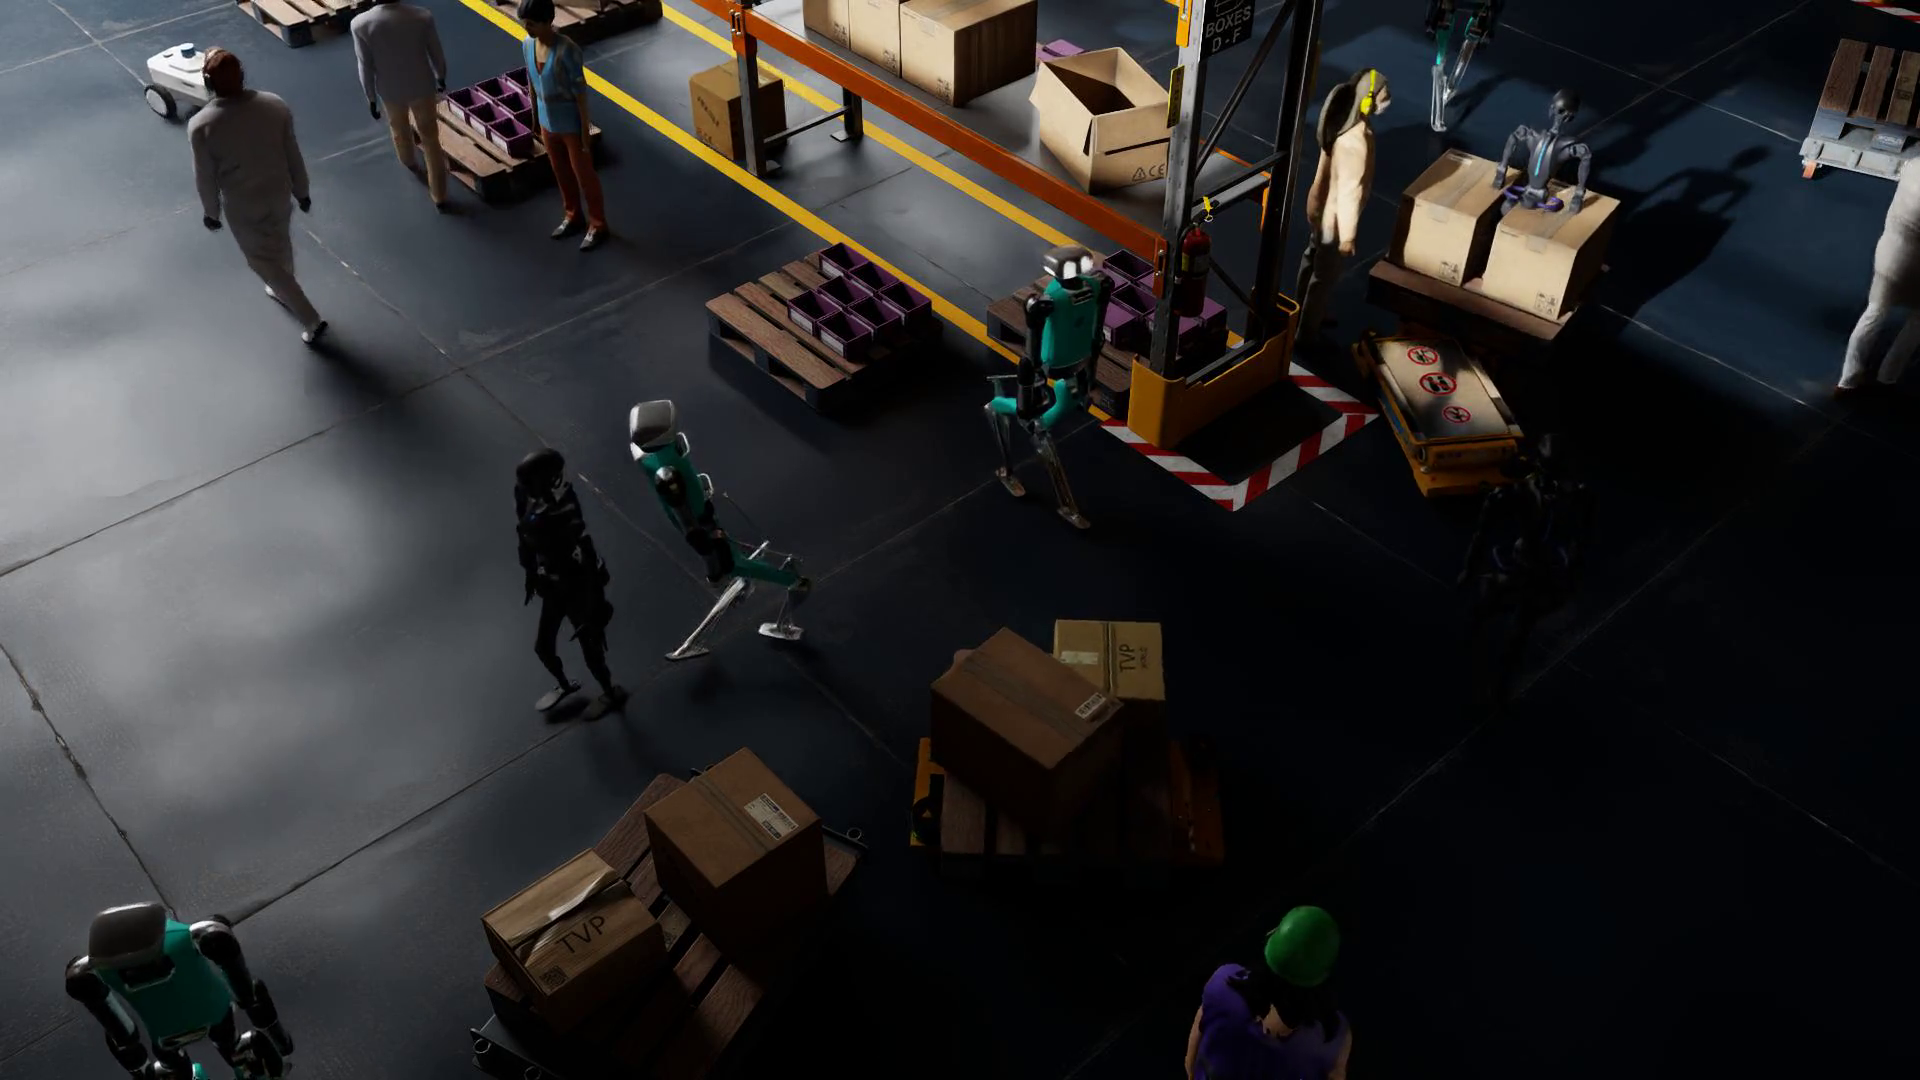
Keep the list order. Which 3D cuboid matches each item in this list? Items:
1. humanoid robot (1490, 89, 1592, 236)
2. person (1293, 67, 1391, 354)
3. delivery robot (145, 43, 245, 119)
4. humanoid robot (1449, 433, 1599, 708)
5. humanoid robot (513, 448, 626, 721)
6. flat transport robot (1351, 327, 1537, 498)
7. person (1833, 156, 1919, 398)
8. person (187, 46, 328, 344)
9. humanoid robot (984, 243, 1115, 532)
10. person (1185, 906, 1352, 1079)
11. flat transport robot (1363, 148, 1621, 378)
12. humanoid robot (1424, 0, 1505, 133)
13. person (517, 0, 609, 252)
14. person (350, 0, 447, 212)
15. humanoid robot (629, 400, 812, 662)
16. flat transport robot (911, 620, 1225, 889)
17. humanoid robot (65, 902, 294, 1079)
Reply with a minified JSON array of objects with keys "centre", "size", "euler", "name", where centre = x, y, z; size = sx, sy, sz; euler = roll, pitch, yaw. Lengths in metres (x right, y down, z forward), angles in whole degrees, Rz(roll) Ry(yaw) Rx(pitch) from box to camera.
[{"centre":[3.517,-2.003,10.256],"size":[0.602,1.617,0.702],"euler":[26,49,26],"name":"humanoid robot"},{"centre":[2.281,-1.992,10.087],"size":[0.392,1.867,0.554],"euler":[3,43,3],"name":"person"},{"centre":[-5.822,-3.487,12.688],"size":[0.814,0.610,0.499],"euler":[22,47,22],"name":"delivery robot"},{"centre":[2.655,0.179,7.853],"size":[0.599,1.648,0.366],"euler":[0,43,0],"name":"humanoid robot"},{"centre":[-1.843,0.251,7.780],"size":[0.590,1.657,0.370],"euler":[30,50,29],"name":"humanoid robot"},{"centre":[2.881,-0.800,9.965],"size":[0.659,0.231,1.431],"euler":[-5,43,-5],"name":"flat transport robot"},{"centre":[5.595,-1.616,9.720],"size":[0.564,1.801,0.572],"euler":[-18,45,-18],"name":"person"},{"centre":[-4.293,-2.105,10.199],"size":[0.866,1.874,0.646],"euler":[28,49,27],"name":"person"},{"centre":[0.414,-0.883,8.987],"size":[0.556,1.773,0.902],"euler":[-26,49,-25],"name":"humanoid robot"},{"centre":[1.039,1.923,5.790],"size":[0.555,1.921,0.447],"euler":[22,47,22],"name":"person"},{"centre":[3.341,-1.467,10.690],"size":[0.659,0.231,1.431],"euler":[27,49,26],"name":"flat transport robot"},{"centre":[3.722,-3.887,12.248],"size":[0.548,1.725,0.986],"euler":[14,44,15],"name":"humanoid robot"},{"centre":[-2.643,-2.762,11.001],"size":[0.501,1.759,0.339],"euler":[22,47,22],"name":"person"},{"centre":[-3.842,-3.194,11.505],"size":[0.577,1.699,0.883],"euler":[-14,44,-15],"name":"person"},{"centre":[-1.053,-0.037,8.046],"size":[0.942,1.711,0.583],"euler":[-14,44,-15],"name":"humanoid robot"},{"centre":[0.503,1.190,7.801],"size":[1.431,0.231,0.659],"euler":[2,43,2],"name":"flat transport robot"},{"centre":[-2.604,2.011,5.852],"size":[0.553,1.829,0.664],"euler":[-15,45,-16],"name":"humanoid robot"}]
